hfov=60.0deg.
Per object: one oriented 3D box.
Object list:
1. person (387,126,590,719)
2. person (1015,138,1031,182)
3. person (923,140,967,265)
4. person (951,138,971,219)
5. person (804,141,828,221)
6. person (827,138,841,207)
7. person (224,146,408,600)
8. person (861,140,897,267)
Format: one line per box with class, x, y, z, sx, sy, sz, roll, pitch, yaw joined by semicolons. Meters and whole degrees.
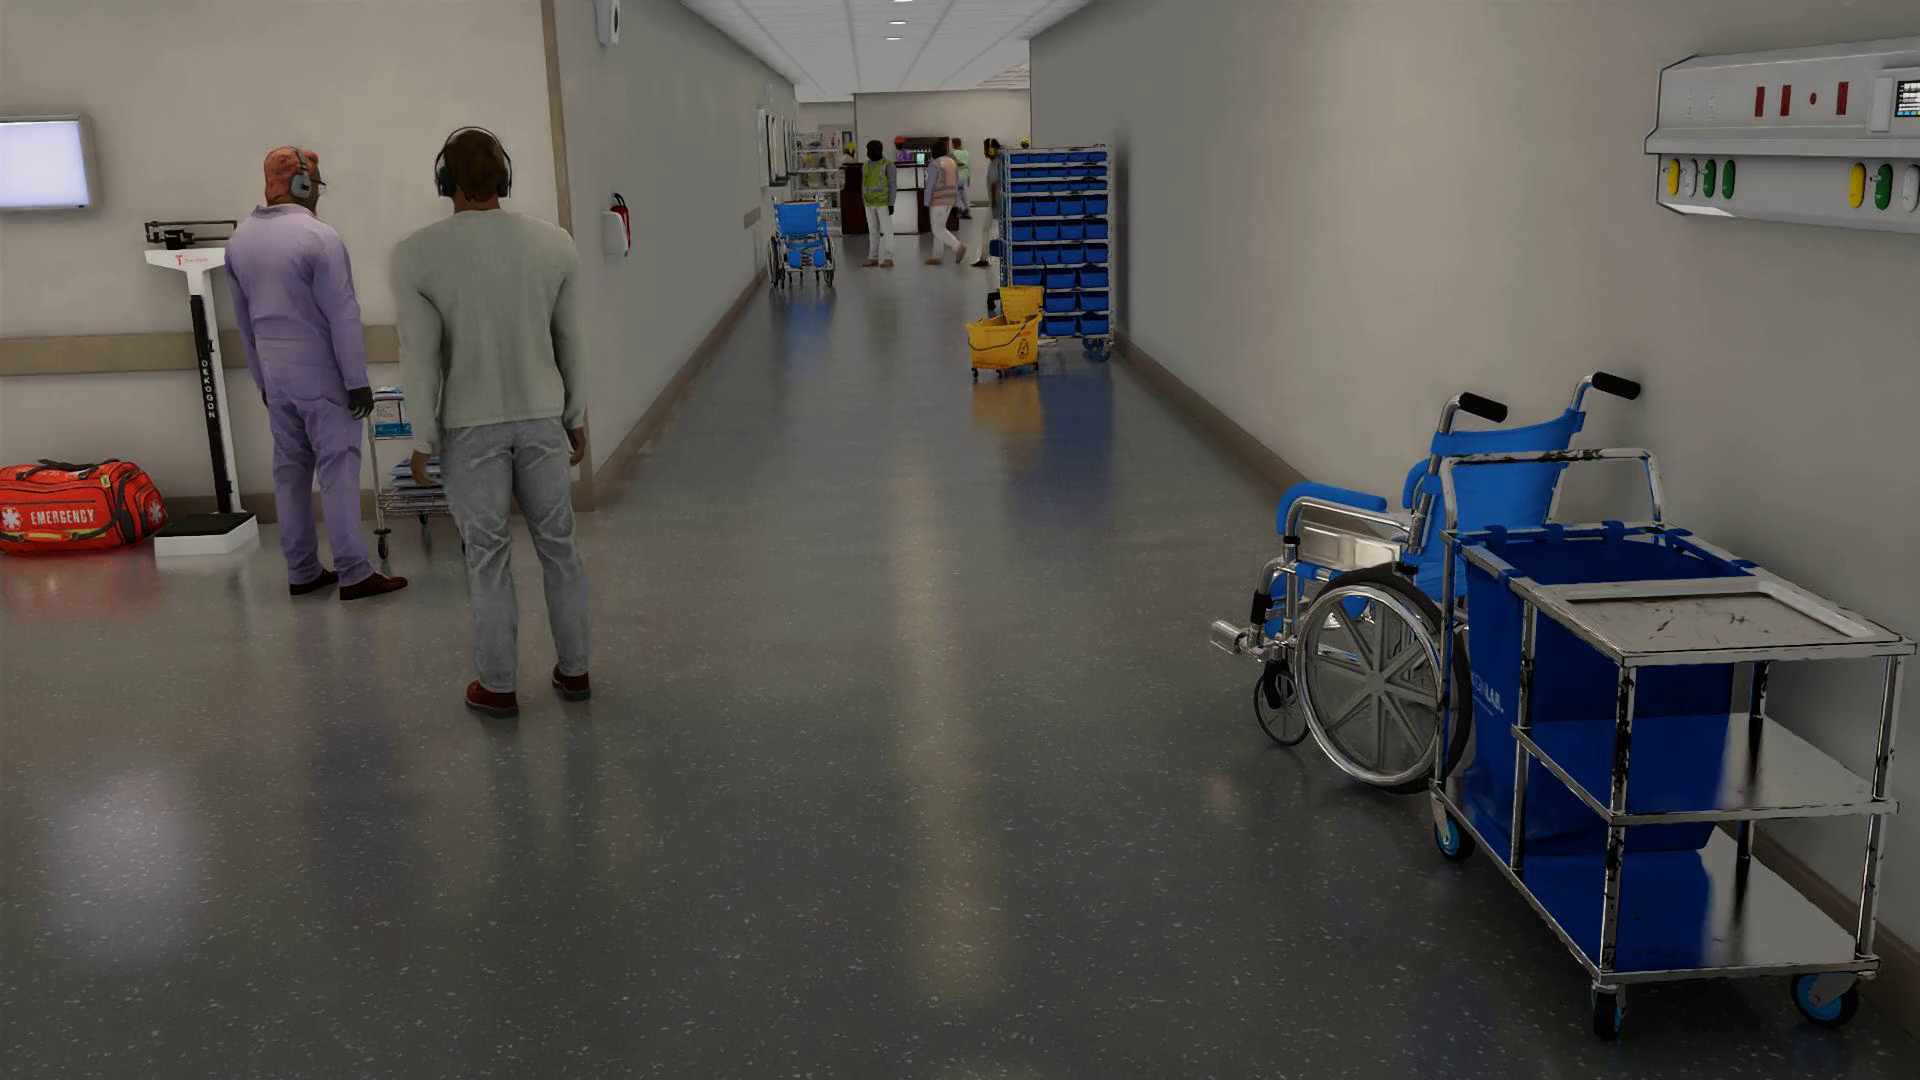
person;-1.520;-0.371;5.502;0.627;1.940;0.377;-10;16;-30
person;1.637;-9.100;41.372;0.533;1.765;0.331;3;14;19
person;-0.234;-4.917;24.290;0.760;1.818;0.632;7;16;31
person;-0.004;-8.177;37.648;0.457;1.820;0.584;8;17;35
person;-3.323;-8.231;38.254;0.626;1.831;0.568;9;18;38
person;-3.429;-10.223;46.217;0.359;1.938;0.547;5;15;26
person;-2.729;-0.691;7.041;0.639;1.902;0.407;5;15;27
person;-1.201;-4.929;24.407;0.623;1.841;0.430;9;17;38
